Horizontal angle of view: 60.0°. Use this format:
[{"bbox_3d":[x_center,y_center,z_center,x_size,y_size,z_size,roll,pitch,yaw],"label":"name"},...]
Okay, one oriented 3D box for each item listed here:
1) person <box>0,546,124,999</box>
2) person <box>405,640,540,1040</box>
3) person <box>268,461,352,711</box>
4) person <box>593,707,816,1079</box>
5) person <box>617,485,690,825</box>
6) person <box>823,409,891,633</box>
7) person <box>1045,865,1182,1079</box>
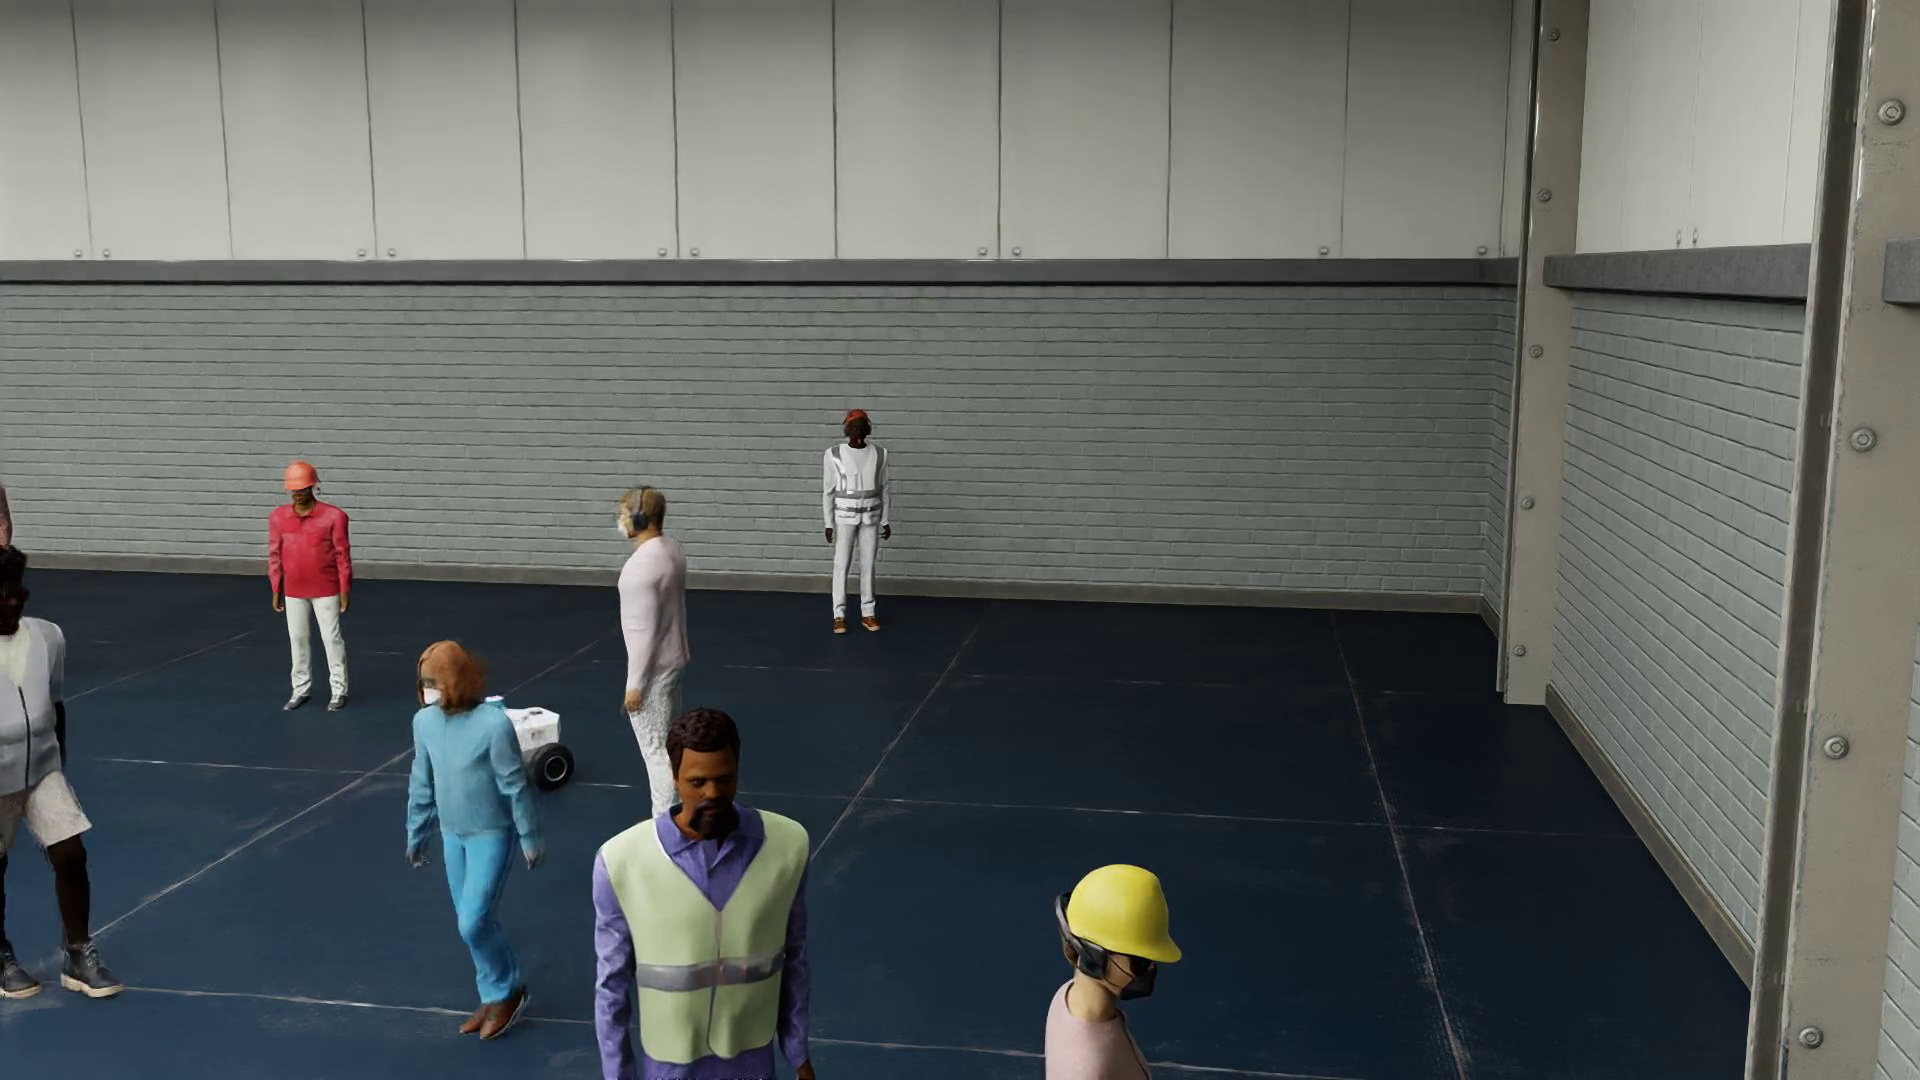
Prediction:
[{"bbox_3d":[-3.829,0.977,6.783,0.791,1.932,0.608,6,11,32],"label":"person"},{"bbox_3d":[-1.915,1.177,6.521,0.542,1.612,0.416,5,11,29],"label":"person"},{"bbox_3d":[-4.479,0.319,11.447,0.571,1.743,0.353,0,9,2],"label":"person"},{"bbox_3d":[-0.671,1.368,4.435,0.590,1.919,0.393,-4,10,-24],"label":"person"},{"bbox_3d":[-1.593,0.673,8.663,0.355,1.937,0.635,1,9,5],"label":"person"},{"bbox_3d":[-0.861,-0.159,13.962,0.577,1.882,0.349,-3,10,-19],"label":"person"},{"bbox_3d":[0.311,1.569,3.690,0.327,1.760,0.523,0,9,2],"label":"person"}]
